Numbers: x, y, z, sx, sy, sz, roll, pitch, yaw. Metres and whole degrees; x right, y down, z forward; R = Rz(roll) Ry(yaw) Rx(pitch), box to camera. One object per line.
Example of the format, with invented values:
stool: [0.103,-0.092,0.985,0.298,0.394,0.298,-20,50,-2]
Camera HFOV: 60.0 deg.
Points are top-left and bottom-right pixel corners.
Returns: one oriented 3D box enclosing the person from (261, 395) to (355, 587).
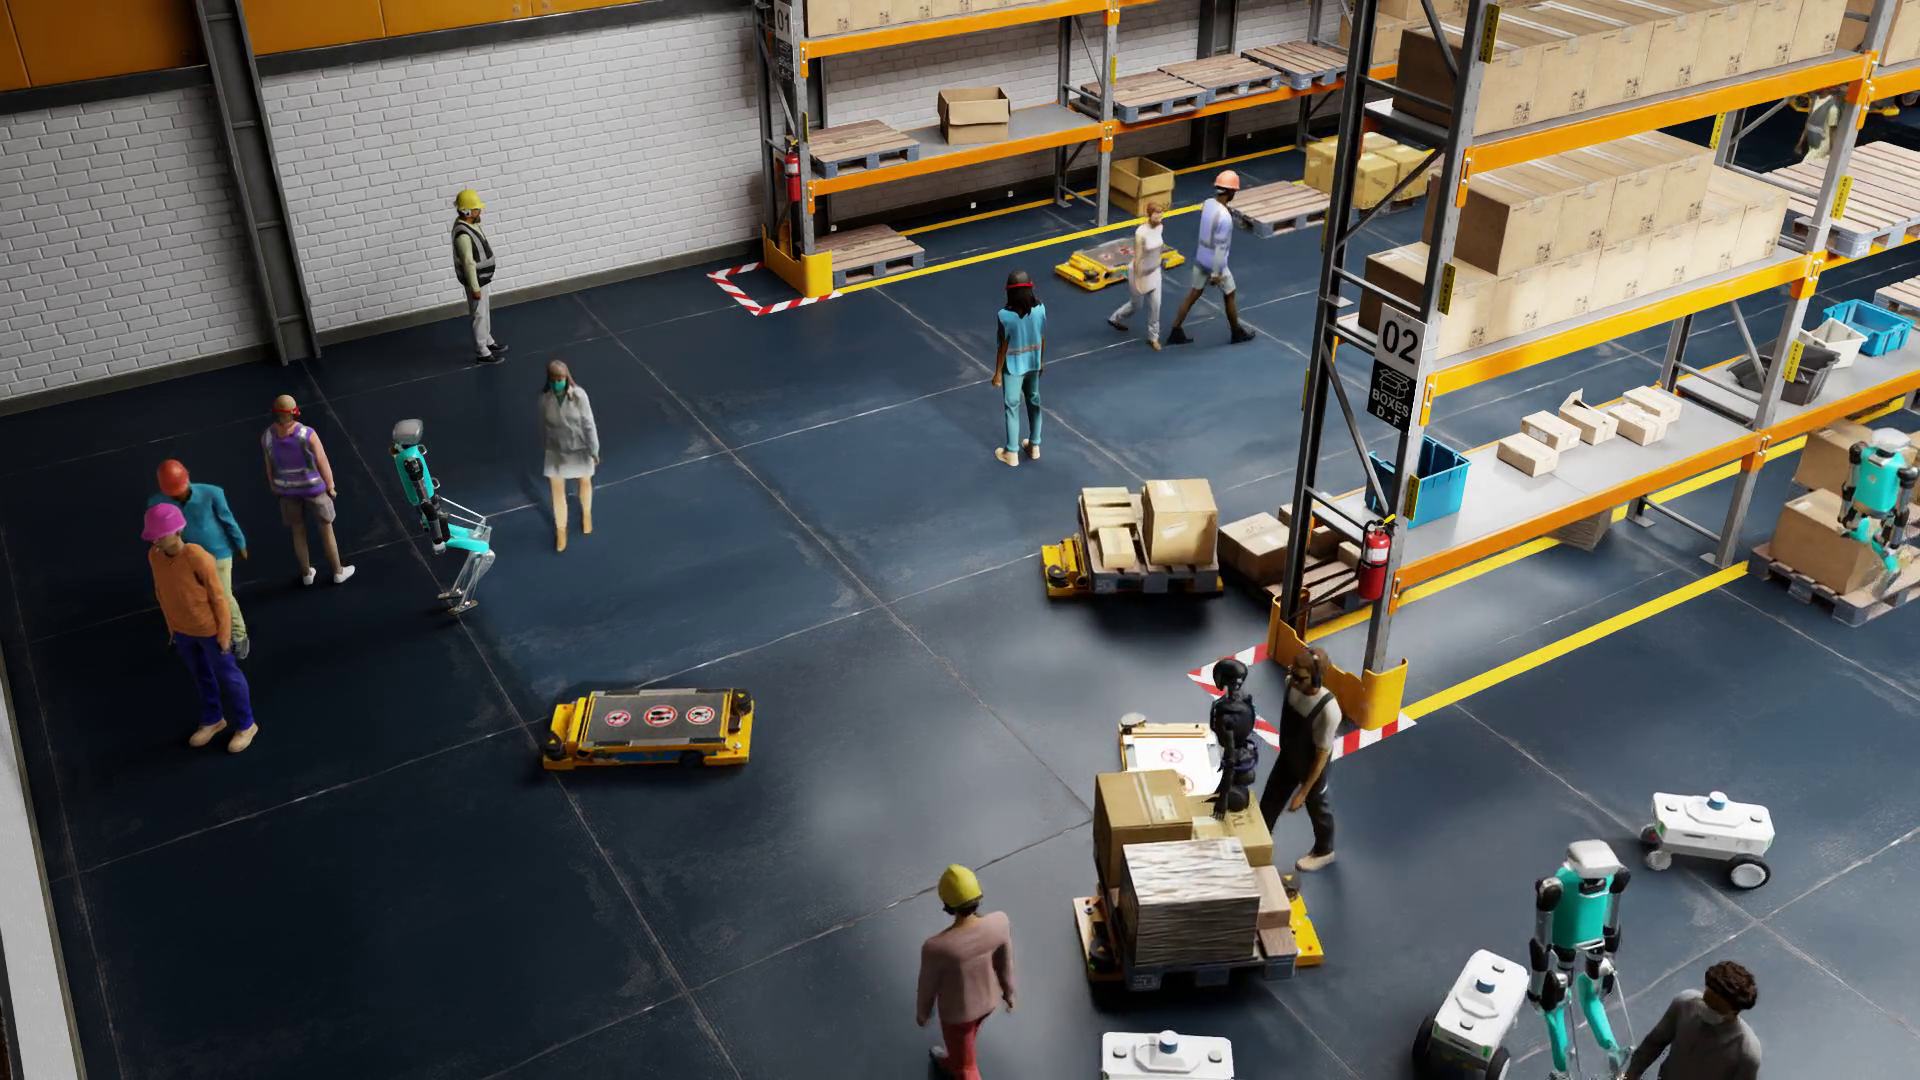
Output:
person: [-5.273,-0.390,13.362,0.490,1.693,0.343,-2,32,-3]

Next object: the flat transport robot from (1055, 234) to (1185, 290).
flat transport robot: [1.857,-3.227,19.231,1.431,0.231,0.659,-21,38,-29]

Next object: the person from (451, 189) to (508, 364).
person: [-4.904,-2.678,16.895,0.403,1.825,0.589,-5,32,-7]

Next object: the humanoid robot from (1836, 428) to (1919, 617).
humanoid robot: [7.137,-0.098,12.896,0.782,1.802,0.532,-17,36,-25]

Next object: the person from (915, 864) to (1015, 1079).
person: [0.054,2.453,8.802,0.526,1.723,0.806,-20,37,-29]

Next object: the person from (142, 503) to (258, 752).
person: [-5.277,0.601,11.514,0.505,1.985,0.390,9,33,14]

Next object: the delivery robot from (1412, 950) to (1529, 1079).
delivery robot: [2.935,2.719,9.480,0.525,0.596,0.767,20,37,29]

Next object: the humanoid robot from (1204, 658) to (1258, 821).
humanoid robot: [1.702,1.475,10.450,0.764,1.616,0.626,8,33,12]

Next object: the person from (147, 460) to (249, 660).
person: [-5.703,0.130,12.514,0.576,1.706,0.619,-3,32,-5]

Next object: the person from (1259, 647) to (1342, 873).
person: [2.074,1.435,10.359,0.931,1.801,0.511,-17,36,-25]

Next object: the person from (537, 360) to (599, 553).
person: [-3.260,-0.689,13.891,0.499,1.639,0.671,-4,32,-6]

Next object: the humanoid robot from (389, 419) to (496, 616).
humanoid robot: [-3.935,-0.208,12.912,0.735,1.673,0.533,-16,35,-24]

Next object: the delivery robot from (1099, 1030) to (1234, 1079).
delivery robot: [1.136,2.933,9.130,0.788,0.587,0.499,2,32,3]

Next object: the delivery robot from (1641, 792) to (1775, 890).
delivery robot: [4.879,1.904,10.794,0.800,0.611,0.499,6,33,10]

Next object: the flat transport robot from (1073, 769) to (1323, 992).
flat transport robot: [1.461,2.381,10.287,1.431,0.231,0.659,-3,32,-5]

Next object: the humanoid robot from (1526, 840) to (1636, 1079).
humanoid robot: [3.314,2.478,8.784,0.532,1.817,0.767,-9,33,-13]

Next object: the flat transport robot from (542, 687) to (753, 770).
flat transport robot: [-2.223,1.355,11.923,1.431,0.231,0.659,-1,32,-2]

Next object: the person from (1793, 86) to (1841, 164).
person: [10.415,-4.792,20.288,0.747,1.793,0.560,5,32,7]

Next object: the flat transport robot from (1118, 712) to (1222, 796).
flat transport robot: [1.468,1.702,11.370,0.659,0.231,1.431,0,32,0]

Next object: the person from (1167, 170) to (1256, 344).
person: [2.627,-2.895,17.193,0.951,1.876,0.541,-13,34,-19]

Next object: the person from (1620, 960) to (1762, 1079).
person: [3.537,2.769,8.180,0.943,1.851,0.542,-13,34,-20]

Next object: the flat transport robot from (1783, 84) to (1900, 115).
flat transport robot: [12.886,-6.422,24.325,1.431,0.231,0.659,3,32,4]

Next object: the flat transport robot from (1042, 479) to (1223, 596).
flat transport robot: [1.418,0.201,13.763,1.431,0.231,0.659,-1,32,-2]

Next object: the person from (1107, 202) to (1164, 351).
person: [1.870,-2.791,17.250,0.441,1.619,0.654,-21,38,-30]

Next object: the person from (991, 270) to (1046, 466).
person: [0.539,-1.547,15.048,0.528,1.867,0.398,-16,36,-24]
